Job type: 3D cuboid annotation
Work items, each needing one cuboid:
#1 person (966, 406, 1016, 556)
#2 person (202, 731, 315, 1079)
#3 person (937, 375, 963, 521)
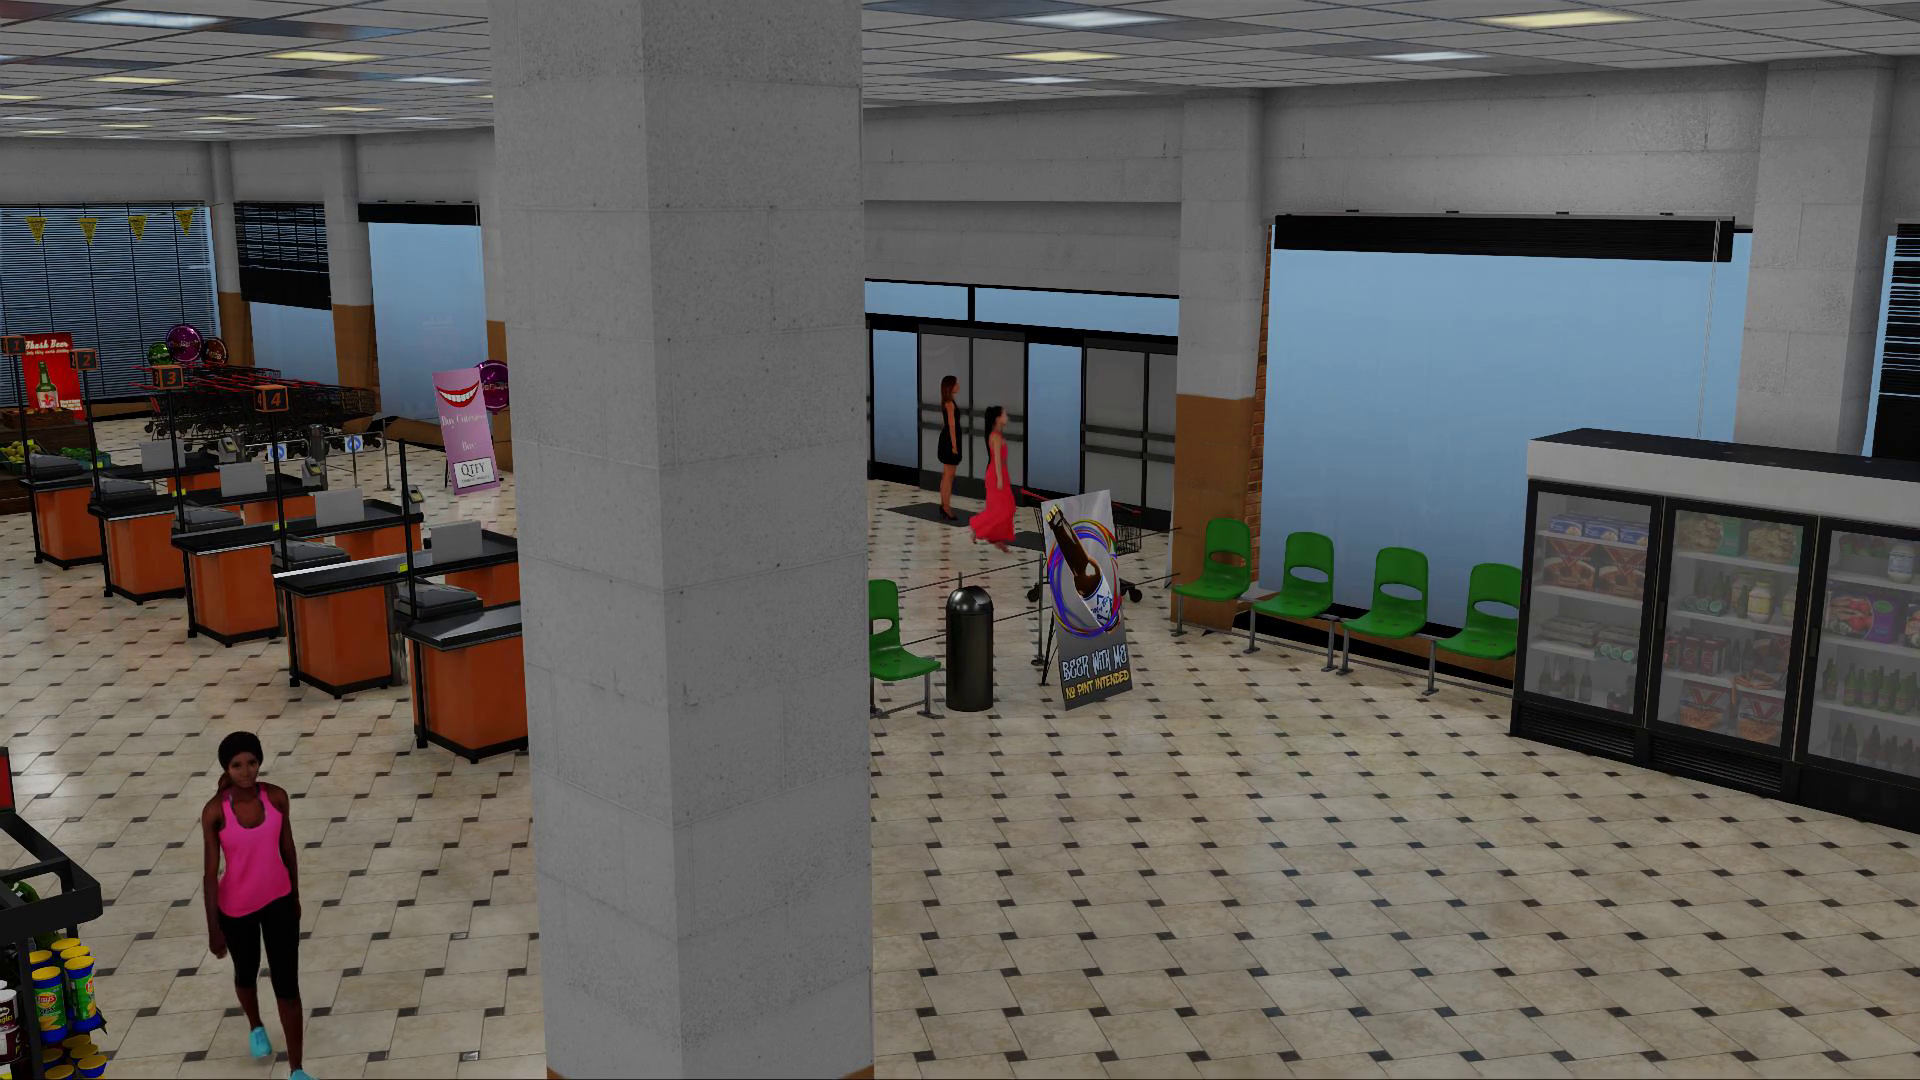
[{"bbox_3d":[0.348,-0.667,18.956,0.922,1.717,0.855,0,12,-2],"label":"person"},{"bbox_3d":[-3.313,1.709,7.779,1.097,1.671,0.813,-8,14,-32],"label":"person"},{"bbox_3d":[-0.127,-1.167,21.042,0.703,1.834,0.667,-2,12,-8],"label":"person"}]
